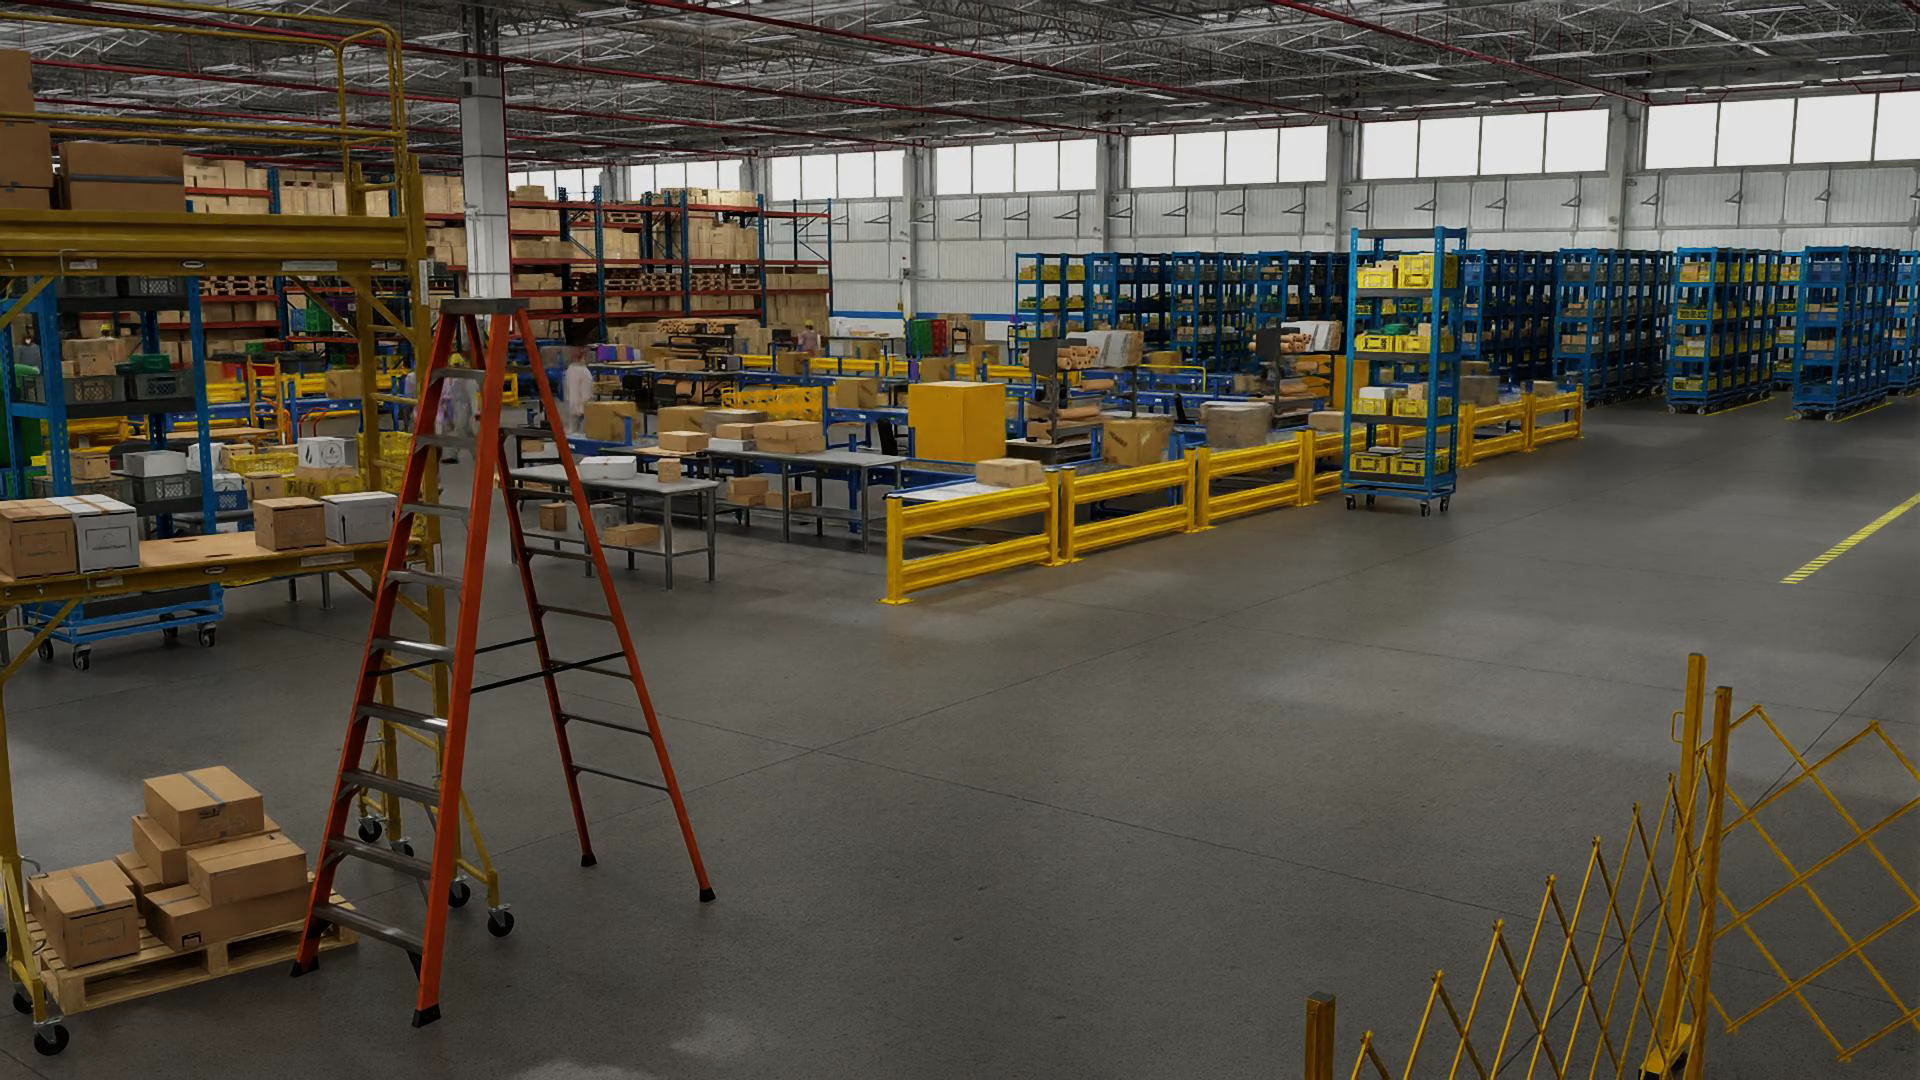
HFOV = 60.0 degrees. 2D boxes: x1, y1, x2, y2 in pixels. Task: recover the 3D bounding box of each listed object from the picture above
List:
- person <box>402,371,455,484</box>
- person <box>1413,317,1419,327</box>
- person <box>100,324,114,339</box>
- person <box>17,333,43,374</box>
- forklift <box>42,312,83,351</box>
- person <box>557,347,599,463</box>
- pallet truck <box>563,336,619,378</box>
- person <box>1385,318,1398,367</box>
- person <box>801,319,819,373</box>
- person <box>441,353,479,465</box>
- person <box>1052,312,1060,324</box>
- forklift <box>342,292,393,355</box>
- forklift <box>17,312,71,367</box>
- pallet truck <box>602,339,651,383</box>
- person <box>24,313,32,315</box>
[{"bbox_3d":[-7.452,-1.692,23.312,0.733,2.005,0.511,-3,10,-17],"label":"person"},{"bbox_3d":[13.001,-5.487,47.631,0.599,1.803,0.777,-6,11,-32],"label":"person"},{"bbox_3d":[-22.180,-4.785,43.425,0.514,1.736,0.782,5,11,30],"label":"person"},{"bbox_3d":[-22.095,-4.100,39.542,0.519,1.617,0.346,-9,13,-44],"label":"person"},{"bbox_3d":[-23.779,-5.451,44.052,1.873,2.768,1.129,7,11,36],"label":"forklift"},{"bbox_3d":[-6.069,-2.127,26.427,0.644,1.878,0.805,9,13,44],"label":"person"},{"bbox_3d":[-10.690,-5.294,48.215,1.601,1.201,0.680,-5,10,-26],"label":"pallet truck"},{"bbox_3d":[12.555,-5.620,48.379,0.584,1.828,0.697,-1,9,-9],"label":"person"},{"bbox_3d":[-4.332,-5.457,47.624,0.525,1.743,0.762,-9,13,-44],"label":"person"},{"bbox_3d":[-7.958,-2.121,26.696,0.581,1.789,0.921,9,12,43],"label":"person"},{"bbox_3d":[3.140,-6.236,51.844,1.005,1.942,0.640,5,10,29],"label":"person"},{"bbox_3d":[-16.485,-5.622,45.120,1.129,2.768,1.873,7,11,37],"label":"forklift"},{"bbox_3d":[-23.681,-5.341,43.367,1.873,2.768,1.129,6,11,33],"label":"forklift"},{"bbox_3d":[-8.991,-4.871,45.351,0.653,1.274,1.630,7,11,37],"label":"pallet truck"},{"bbox_3d":[-27.481,-5.728,48.912,0.653,1.872,0.652,-2,9,-10],"label":"person"}]
